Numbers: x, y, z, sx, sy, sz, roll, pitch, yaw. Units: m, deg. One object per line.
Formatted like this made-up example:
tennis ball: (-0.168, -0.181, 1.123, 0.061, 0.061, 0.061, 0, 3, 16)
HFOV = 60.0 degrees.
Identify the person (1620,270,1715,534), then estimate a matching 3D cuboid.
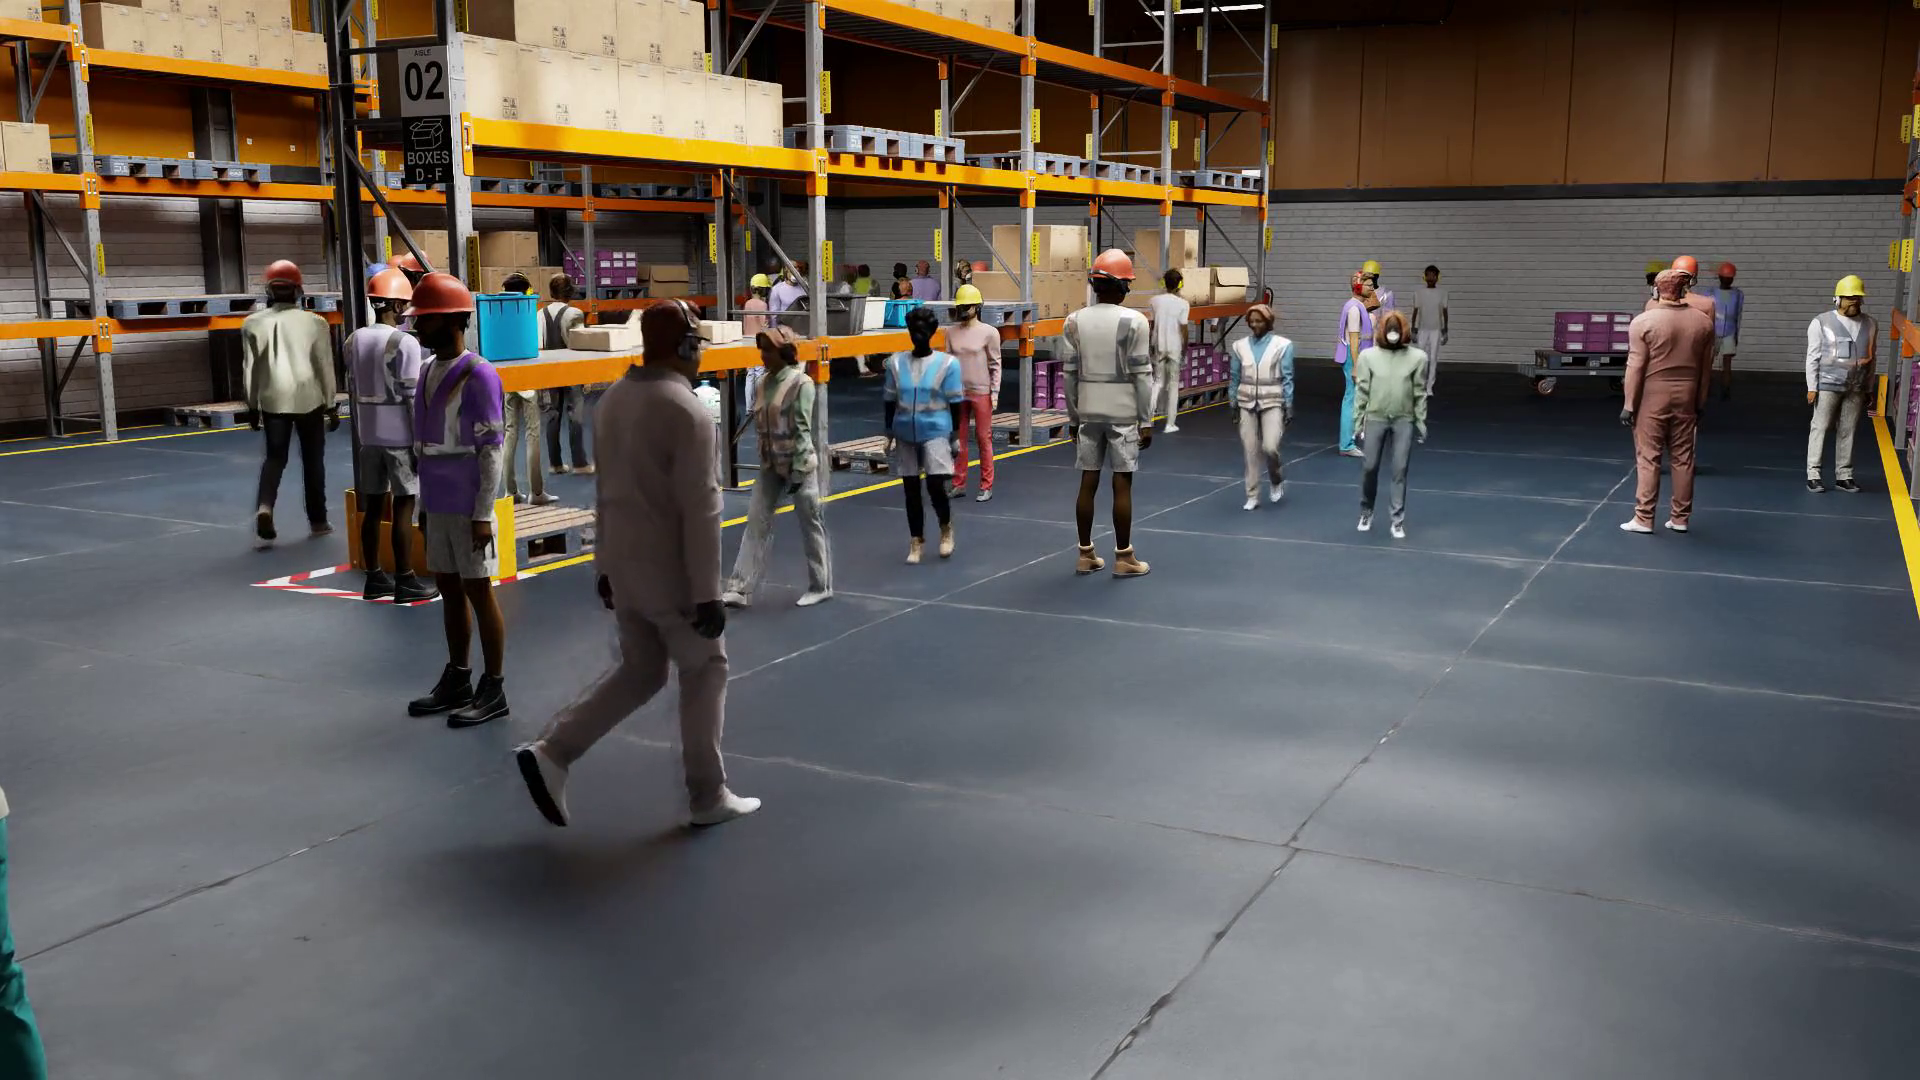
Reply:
person: (5.064, -0.988, 12.002, 0.642, 1.903, 0.399, -1, 10, -8)

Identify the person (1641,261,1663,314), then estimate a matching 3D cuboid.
person: (10.153, -3.159, 24.569, 0.895, 1.886, 0.623, 0, 10, -1)

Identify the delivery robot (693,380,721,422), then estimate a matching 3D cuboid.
delivery robot: (-2.911, -1.589, 19.102, 0.477, 0.478, 0.707, -7, 12, -37)

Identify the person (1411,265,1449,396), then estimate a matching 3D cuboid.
person: (6.688, -2.976, 23.657, 0.522, 1.857, 0.426, 3, 10, 15)

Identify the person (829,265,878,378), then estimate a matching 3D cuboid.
person: (-1.876, -3.524, 26.873, 0.986, 1.846, 0.575, 1, 10, 5)

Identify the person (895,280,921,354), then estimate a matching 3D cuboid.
person: (-0.744, -2.821, 23.372, 0.512, 1.638, 0.312, -2, 10, -10)

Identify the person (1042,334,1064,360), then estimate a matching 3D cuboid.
person: (1.489, -3.055, 24.501, 0.490, 1.719, 0.775, 6, 11, 31)

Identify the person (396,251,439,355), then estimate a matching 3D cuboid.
person: (-4.714, -1.497, 14.535, 0.613, 2.041, 0.393, 10, 14, 44)

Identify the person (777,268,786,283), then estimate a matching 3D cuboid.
person: (-2.641, -3.310, 25.628, 0.404, 1.837, 0.596, 2, 10, 10)

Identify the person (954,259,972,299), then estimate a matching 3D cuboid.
person: (0.019, -2.626, 21.372, 0.372, 1.940, 0.631, 4, 10, 21)

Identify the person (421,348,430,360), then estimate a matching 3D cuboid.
person: (-3.757, -0.905, 12.342, 0.548, 1.613, 0.418, 0, 10, 2)

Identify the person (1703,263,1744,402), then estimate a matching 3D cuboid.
person: (10.496, -2.877, 22.977, 0.558, 1.900, 0.985, 2, 10, 10)

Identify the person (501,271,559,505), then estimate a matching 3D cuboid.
person: (-3.524, -1.216, 13.392, 0.531, 1.875, 0.316, 3, 10, 19)

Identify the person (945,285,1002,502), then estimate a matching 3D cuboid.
person: (0.080, -1.188, 13.553, 0.533, 1.765, 0.321, 6, 11, 29)

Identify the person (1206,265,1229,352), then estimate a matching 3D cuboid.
person: (4.217, -3.600, 27.344, 0.404, 1.824, 0.591, 4, 10, 20)

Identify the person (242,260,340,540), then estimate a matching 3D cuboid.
person: (-4.677, -0.963, 11.631, 0.636, 1.976, 0.755, 0, 10, -2)

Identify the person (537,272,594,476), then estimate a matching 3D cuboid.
person: (-3.584, -1.496, 15.101, 0.507, 1.847, 0.346, 4, 10, 20)

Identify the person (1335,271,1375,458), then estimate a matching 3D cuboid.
person: (3.918, -1.746, 16.542, 0.374, 1.843, 0.574, 2, 10, 14)

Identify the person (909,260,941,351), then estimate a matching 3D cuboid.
person: (-0.584, -3.434, 26.143, 0.646, 1.908, 0.408, -3, 10, -19)

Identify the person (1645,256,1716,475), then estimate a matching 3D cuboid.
person: (6.525, -1.576, 15.130, 0.614, 1.994, 0.381, 5, 11, 26)

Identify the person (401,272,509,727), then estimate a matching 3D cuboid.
person: (-2.178, -0.169, 7.149, 0.542, 1.938, 0.358, 9, 13, 41)

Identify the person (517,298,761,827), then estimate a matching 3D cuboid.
person: (-1.099, 0.108, 5.745, 0.740, 1.877, 0.681, -8, 13, -40)

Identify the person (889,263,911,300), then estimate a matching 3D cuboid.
person: (-1.061, -3.995, 29.585, 0.429, 1.844, 0.624, 3, 10, 18)

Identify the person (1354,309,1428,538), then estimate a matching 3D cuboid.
person: (3.092, -0.834, 11.939, 0.513, 1.643, 0.380, 2, 10, 12)

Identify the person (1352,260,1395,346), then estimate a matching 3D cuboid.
person: (5.182, -2.558, 21.013, 0.592, 1.925, 0.385, 8, 13, 39)

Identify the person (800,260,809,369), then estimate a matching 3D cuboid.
person: (-2.564, -3.559, 26.863, 0.833, 1.913, 0.637, -6, 12, -32)

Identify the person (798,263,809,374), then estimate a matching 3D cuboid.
person: (-2.612, -3.434, 26.304, 0.631, 1.867, 0.727, -4, 10, -20)

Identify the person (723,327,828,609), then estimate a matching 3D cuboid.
person: (-1.045, -0.381, 9.340, 0.531, 1.601, 0.816, 8, 13, 40)

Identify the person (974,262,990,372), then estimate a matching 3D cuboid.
person: (0.264, -2.866, 22.915, 0.549, 1.882, 0.970, -1, 10, -4)

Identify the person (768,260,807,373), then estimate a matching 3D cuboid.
person: (-2.089, -2.506, 20.675, 0.633, 1.938, 0.356, -8, 12, -37)

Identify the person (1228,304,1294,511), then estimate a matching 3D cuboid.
person: (2.357, -1.038, 13.066, 0.532, 1.623, 0.389, 5, 11, 27)

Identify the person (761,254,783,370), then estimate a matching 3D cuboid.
person: (-2.941, -3.609, 26.768, 0.687, 2.000, 0.908, 4, 11, 21)

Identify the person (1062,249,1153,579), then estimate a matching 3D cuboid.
person: (0.932, -0.778, 10.373, 0.606, 2.044, 0.373, 6, 12, 33)

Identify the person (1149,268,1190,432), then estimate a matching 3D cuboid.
person: (2.306, -2.110, 18.631, 0.548, 1.855, 0.567, 6, 11, 29)

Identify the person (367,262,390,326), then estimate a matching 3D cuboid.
person: (-6.586, -2.192, 18.920, 0.654, 1.918, 0.642, 1, 10, 9)

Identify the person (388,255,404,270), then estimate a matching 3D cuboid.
person: (-6.801, -2.481, 20.364, 0.375, 1.997, 0.611, -3, 10, -15)

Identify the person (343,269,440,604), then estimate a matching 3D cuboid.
person: (-3.282, -0.595, 9.650, 0.541, 1.932, 0.382, 5, 11, 27)

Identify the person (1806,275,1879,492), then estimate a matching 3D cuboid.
person: (7.458, -1.311, 14.068, 0.591, 1.833, 0.403, 0, 10, -2)

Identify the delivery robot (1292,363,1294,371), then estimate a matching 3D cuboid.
delivery robot: (4.629, -2.541, 24.613, 0.477, 0.478, 0.707, -4, 10, -22)

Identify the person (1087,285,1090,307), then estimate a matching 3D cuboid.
person: (1.967, -2.968, 23.786, 0.644, 1.803, 0.493, 2, 10, 11)

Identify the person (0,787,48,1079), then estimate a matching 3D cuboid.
person: (-2.056, 0.592, 3.243, 0.327, 1.767, 0.533, -1, 10, -5)

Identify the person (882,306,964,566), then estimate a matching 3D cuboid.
person: (-0.250, -0.665, 10.770, 0.534, 1.688, 0.364, 3, 10, 18)

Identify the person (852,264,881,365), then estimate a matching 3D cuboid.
person: (-1.715, -4.030, 29.854, 0.654, 1.835, 0.477, 1, 10, 6)

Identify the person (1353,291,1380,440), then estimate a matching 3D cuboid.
person: (4.394, -1.902, 18.072, 0.279, 1.631, 0.500, 3, 10, 18)

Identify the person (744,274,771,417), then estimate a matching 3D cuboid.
person: (-2.464, -2.384, 20.471, 0.325, 1.767, 0.533, -7, 12, -34)
